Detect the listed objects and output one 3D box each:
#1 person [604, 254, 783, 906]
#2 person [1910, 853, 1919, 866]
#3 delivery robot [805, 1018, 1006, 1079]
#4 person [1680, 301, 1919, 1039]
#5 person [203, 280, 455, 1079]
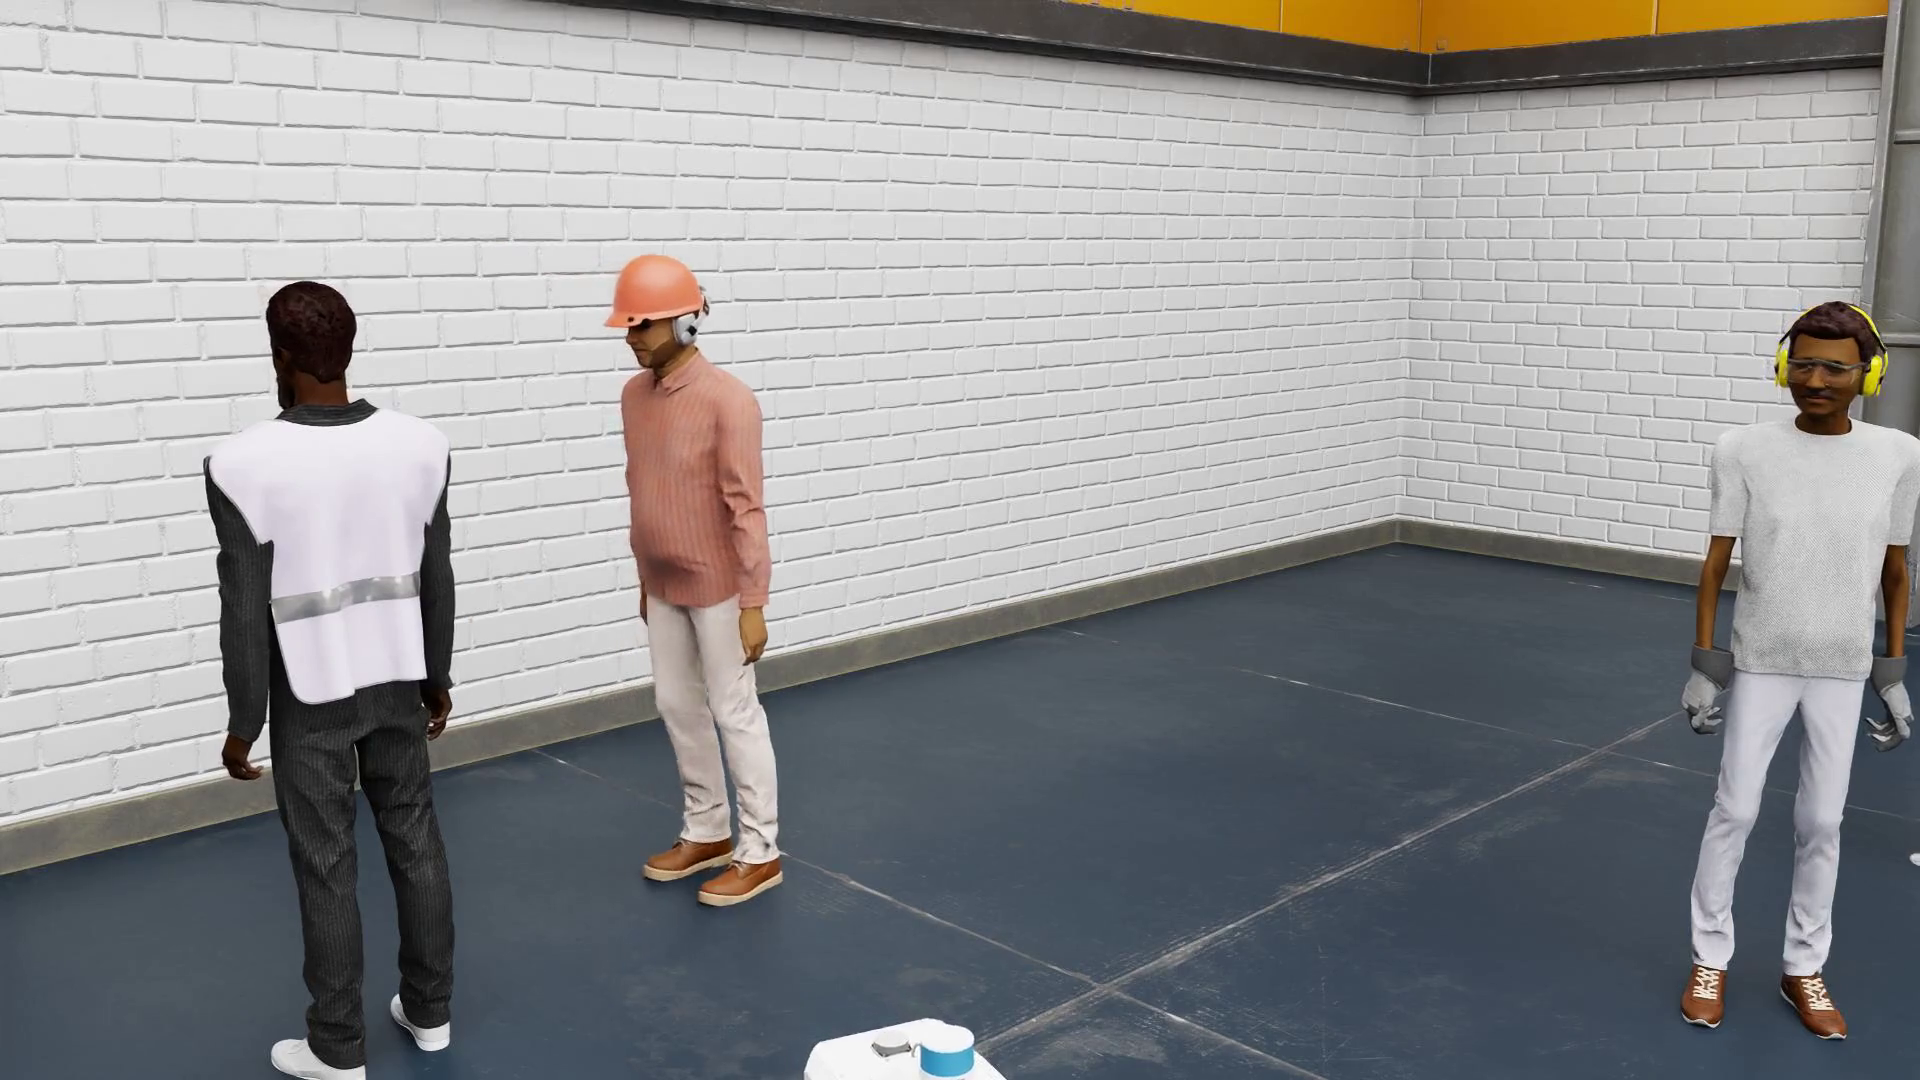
[{"bbox_3d":[-0.823,0.134,5.016,0.648,1.972,0.467,9,14,41],"label":"person"},{"bbox_3d":[3.279,0.202,5.282,0.329,1.735,0.498,9,14,40],"label":"person"},{"bbox_3d":[-0.025,1.146,3.092,0.477,0.478,0.707,-5,11,-26],"label":"delivery robot"},{"bbox_3d":[2.118,0.336,4.195,0.535,1.865,0.311,3,11,14],"label":"person"},{"bbox_3d":[-1.463,0.352,3.957,0.392,1.920,0.590,9,14,40],"label":"person"}]
